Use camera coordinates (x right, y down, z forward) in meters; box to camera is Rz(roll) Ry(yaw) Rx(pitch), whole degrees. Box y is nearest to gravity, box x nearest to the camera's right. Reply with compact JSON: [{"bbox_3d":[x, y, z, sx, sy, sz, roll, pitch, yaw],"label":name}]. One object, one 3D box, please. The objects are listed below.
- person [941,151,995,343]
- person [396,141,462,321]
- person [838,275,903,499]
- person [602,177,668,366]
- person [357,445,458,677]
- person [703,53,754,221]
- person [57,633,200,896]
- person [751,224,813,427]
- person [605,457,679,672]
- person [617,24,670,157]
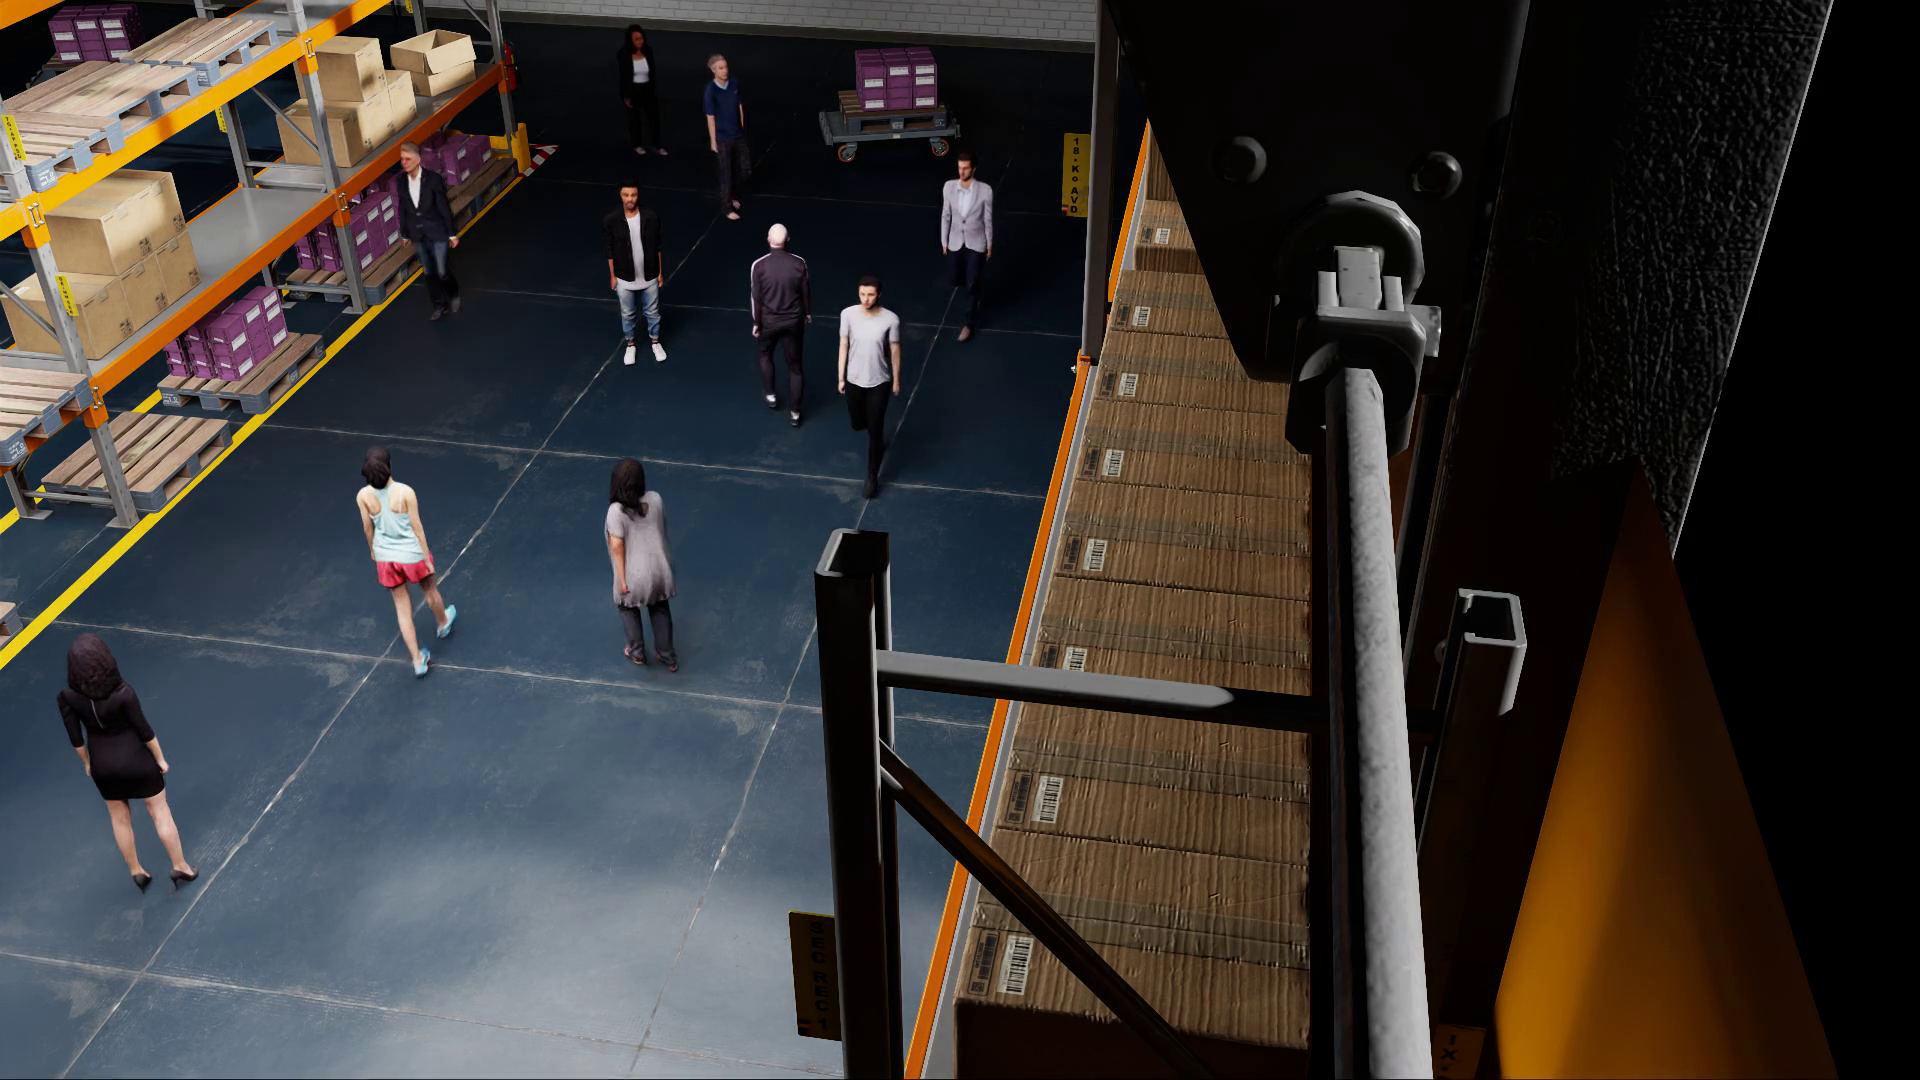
[{"bbox_3d":[0.110,-2.869,15.968,0.803,1.832,1.073,12,35,17],"label":"person"},{"bbox_3d":[-5.152,-3.052,16.269,0.714,1.804,0.658,6,34,9],"label":"person"},{"bbox_3d":[-0.727,-1.333,13.647,0.733,1.843,1.100,8,34,11],"label":"person"},{"bbox_3d":[-3.013,-2.526,15.471,0.779,1.812,0.757,-8,35,-12],"label":"person"},{"bbox_3d":[-3.864,0.175,11.466,0.749,1.746,0.996,-1,34,-1],"label":"person"},{"bbox_3d":[-2.622,-4.461,18.342,0.826,1.856,0.894,-28,42,-35],"label":"person"},{"bbox_3d":[-4.870,1.328,9.681,0.651,1.803,0.590,-3,34,-4],"label":"person"},{"bbox_3d":[-1.525,-1.812,14.398,0.884,1.810,0.981,-8,34,-12],"label":"person"},{"bbox_3d":[-2.184,0.231,11.542,0.904,1.569,0.846,28,43,35],"label":"person"},{"bbox_3d":[-3.915,-5.408,20.000,0.863,1.597,0.923,-20,39,-27],"label":"person"}]
